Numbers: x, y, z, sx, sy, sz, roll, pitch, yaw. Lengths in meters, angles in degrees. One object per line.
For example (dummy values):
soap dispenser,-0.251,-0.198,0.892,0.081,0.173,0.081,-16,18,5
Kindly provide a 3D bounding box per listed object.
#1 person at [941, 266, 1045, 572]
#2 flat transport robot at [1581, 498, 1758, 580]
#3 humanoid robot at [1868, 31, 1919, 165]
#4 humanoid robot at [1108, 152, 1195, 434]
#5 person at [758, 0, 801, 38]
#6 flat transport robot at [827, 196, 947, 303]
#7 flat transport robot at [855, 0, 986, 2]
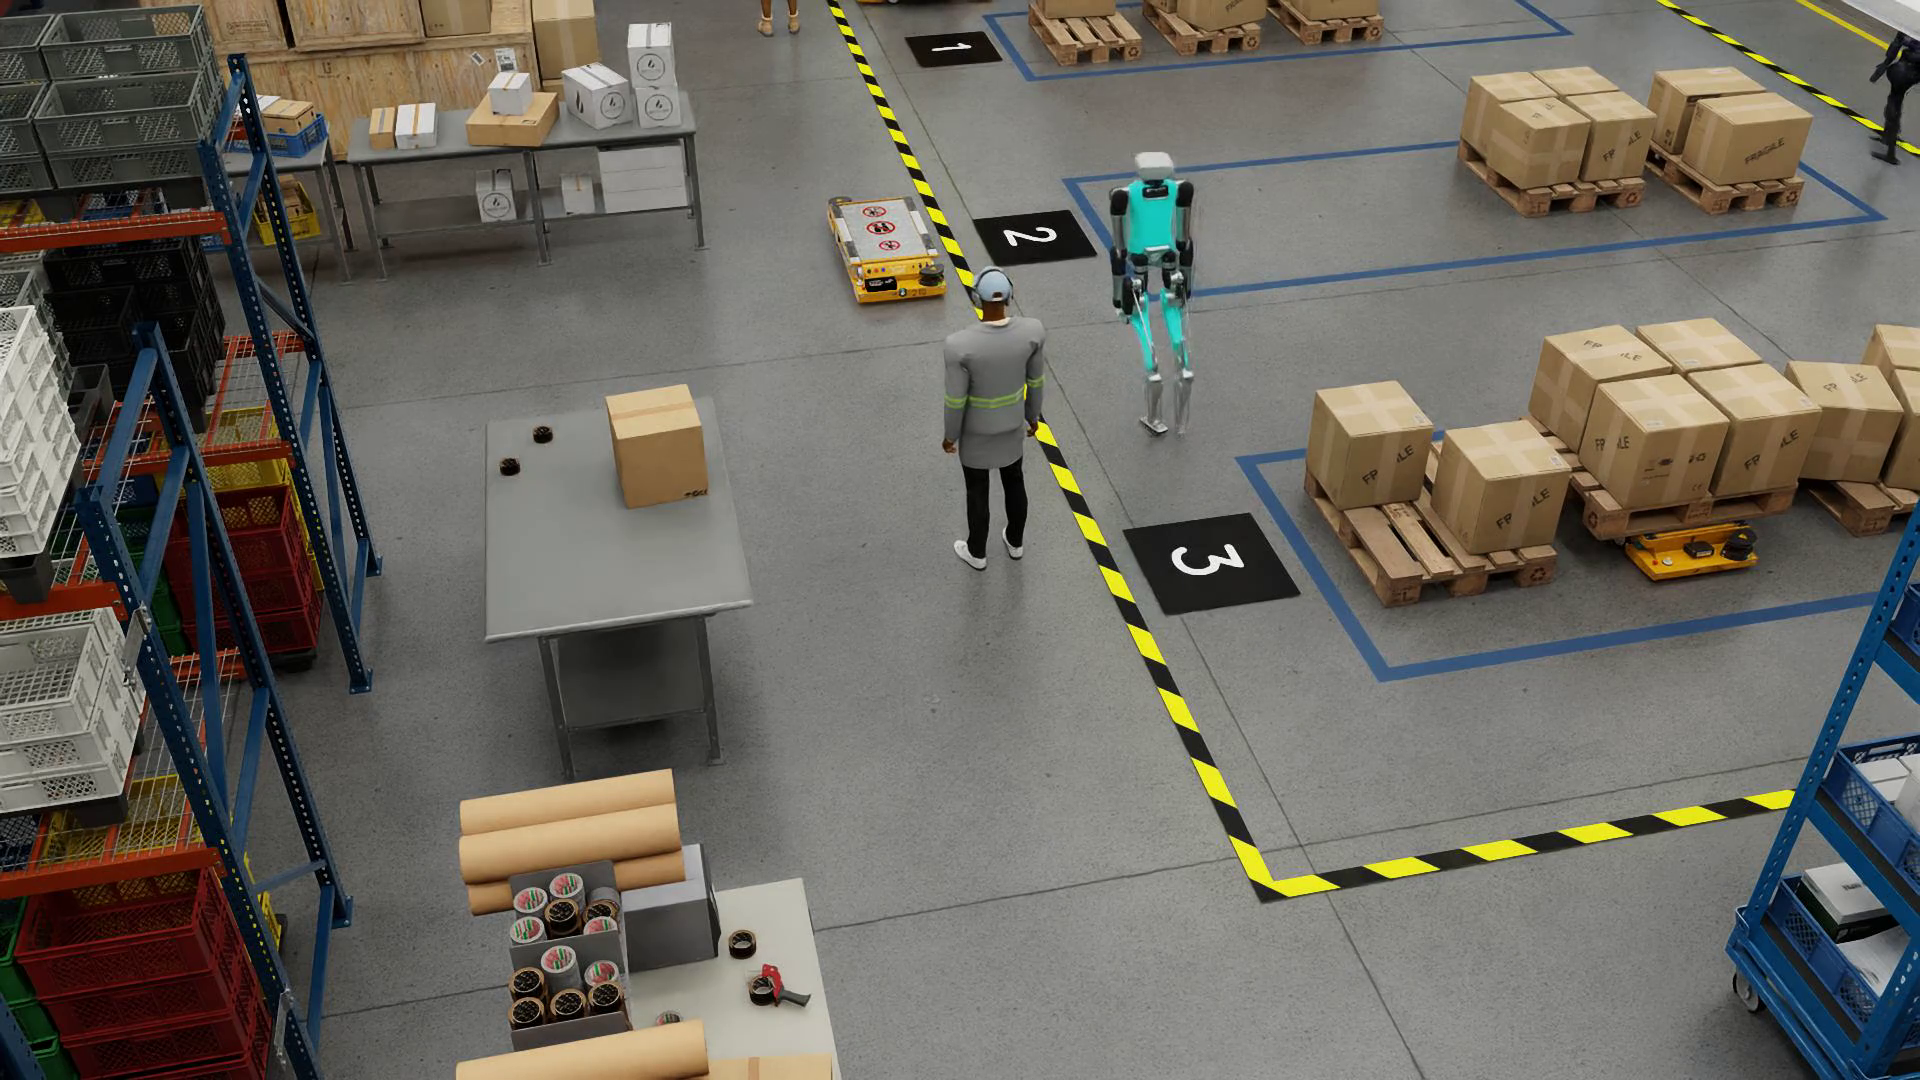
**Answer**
person,0.166,-0.665,9.121,0.599,1.850,0.387,-14,39,-19
flat transport robot,4.062,-0.294,9.926,0.652,0.197,1.431,-8,37,-10
humanoid robot,7.829,-3.954,13.694,0.583,1.645,0.478,-14,39,-18
humanoid robot,1.233,-1.410,10.258,0.536,1.811,0.816,-9,38,-11
person,-1.814,-5.882,15.976,0.613,2.039,0.380,-10,38,-13
flat transport robot,-0.570,-2.220,12.538,0.659,0.231,1.431,-8,37,-10
flat transport robot,-0.383,-5.829,17.365,1.431,0.197,0.652,-1,37,-2
